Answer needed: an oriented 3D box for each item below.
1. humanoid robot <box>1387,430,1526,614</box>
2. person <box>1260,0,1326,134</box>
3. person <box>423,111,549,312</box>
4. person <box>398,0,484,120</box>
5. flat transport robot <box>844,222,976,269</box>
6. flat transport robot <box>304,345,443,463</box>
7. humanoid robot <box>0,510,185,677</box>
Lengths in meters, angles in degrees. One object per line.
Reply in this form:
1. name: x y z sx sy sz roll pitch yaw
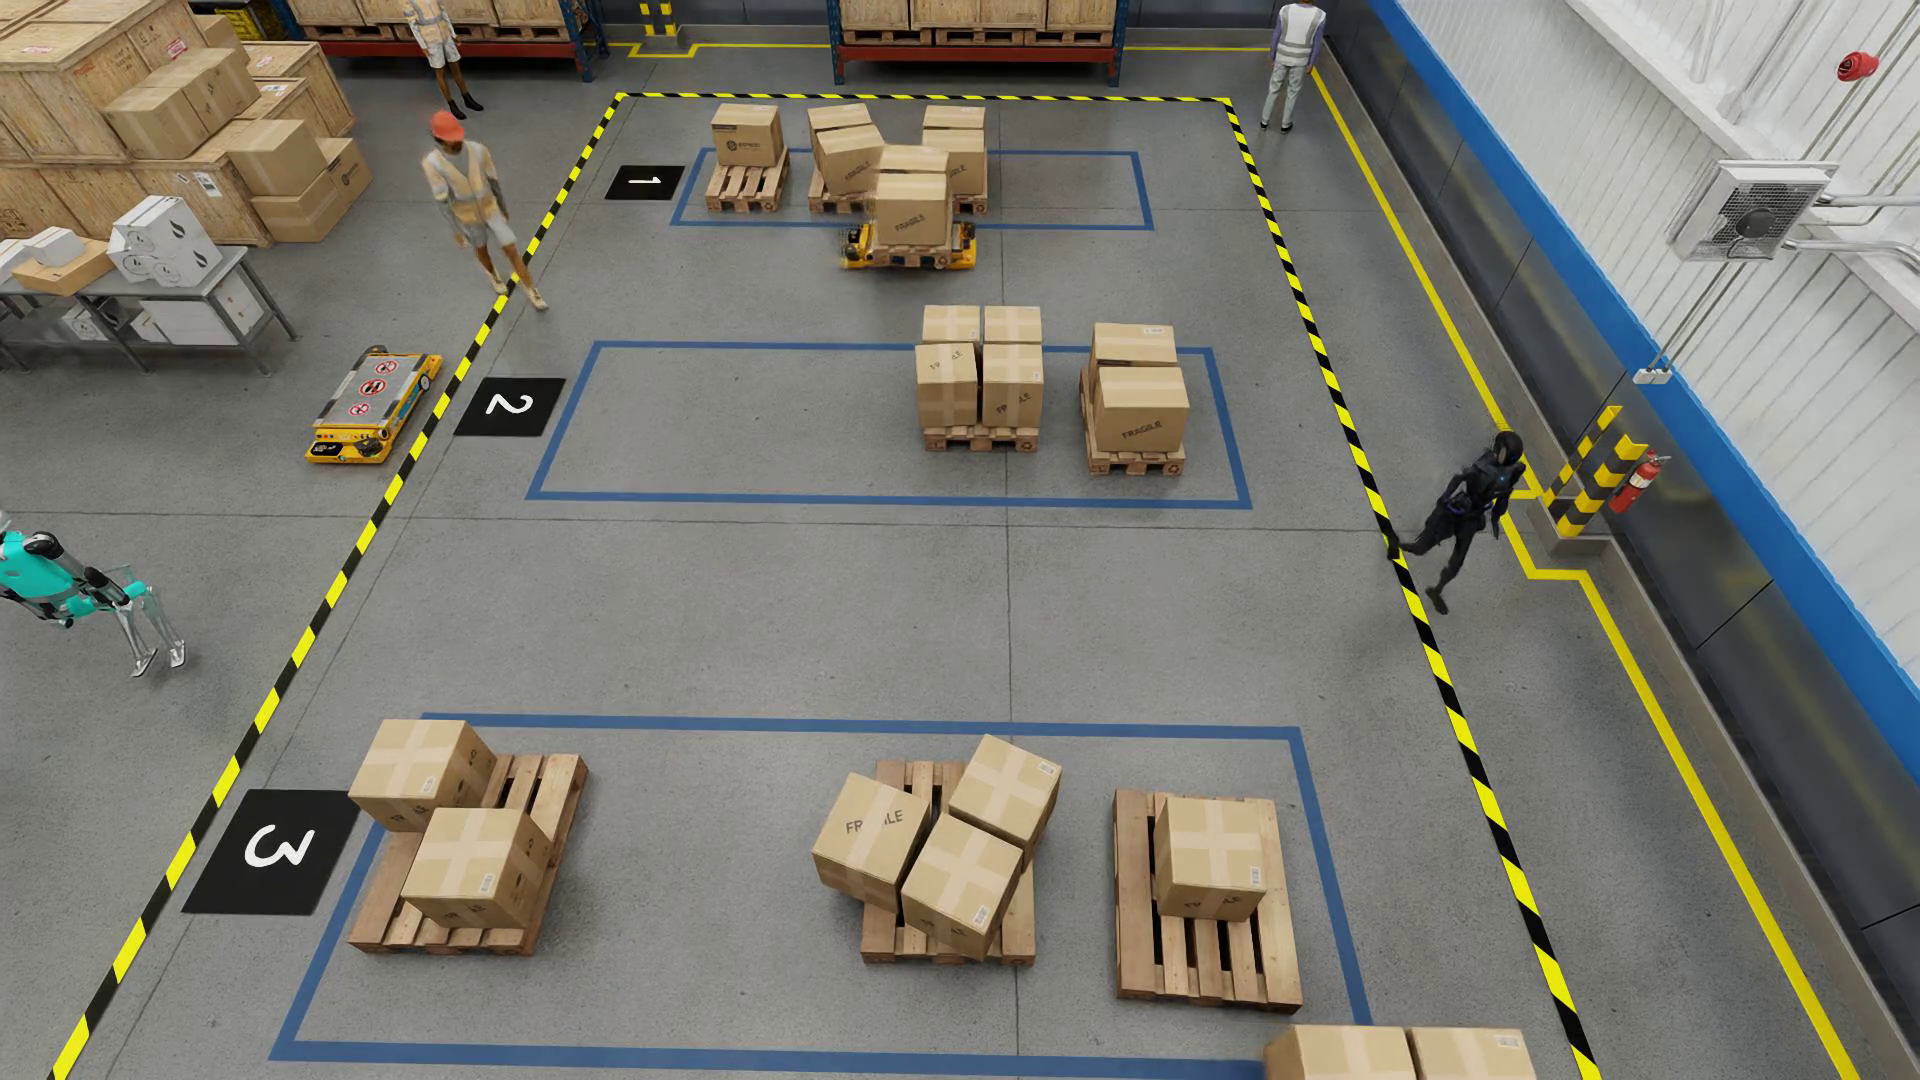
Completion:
1. humanoid robot: 3.616 -0.215 6.647 0.601 1.639 0.718 -8 50 -7
2. person: 4.156 -6.029 11.440 0.597 1.836 0.404 19 52 15
3. person: -4.652 -3.144 8.904 0.629 1.985 1.059 -32 57 -24
4. person: -6.681 -6.430 11.721 0.366 1.928 0.541 26 55 20
5. flat transport robot: -0.538 -3.269 10.115 1.431 0.197 0.652 1 50 1
6. flat transport robot: -5.383 -1.269 8.441 0.659 0.231 1.431 1 50 1
7. humanoid robot: -5.809 0.263 6.094 0.533 1.677 0.735 -12 51 -10
